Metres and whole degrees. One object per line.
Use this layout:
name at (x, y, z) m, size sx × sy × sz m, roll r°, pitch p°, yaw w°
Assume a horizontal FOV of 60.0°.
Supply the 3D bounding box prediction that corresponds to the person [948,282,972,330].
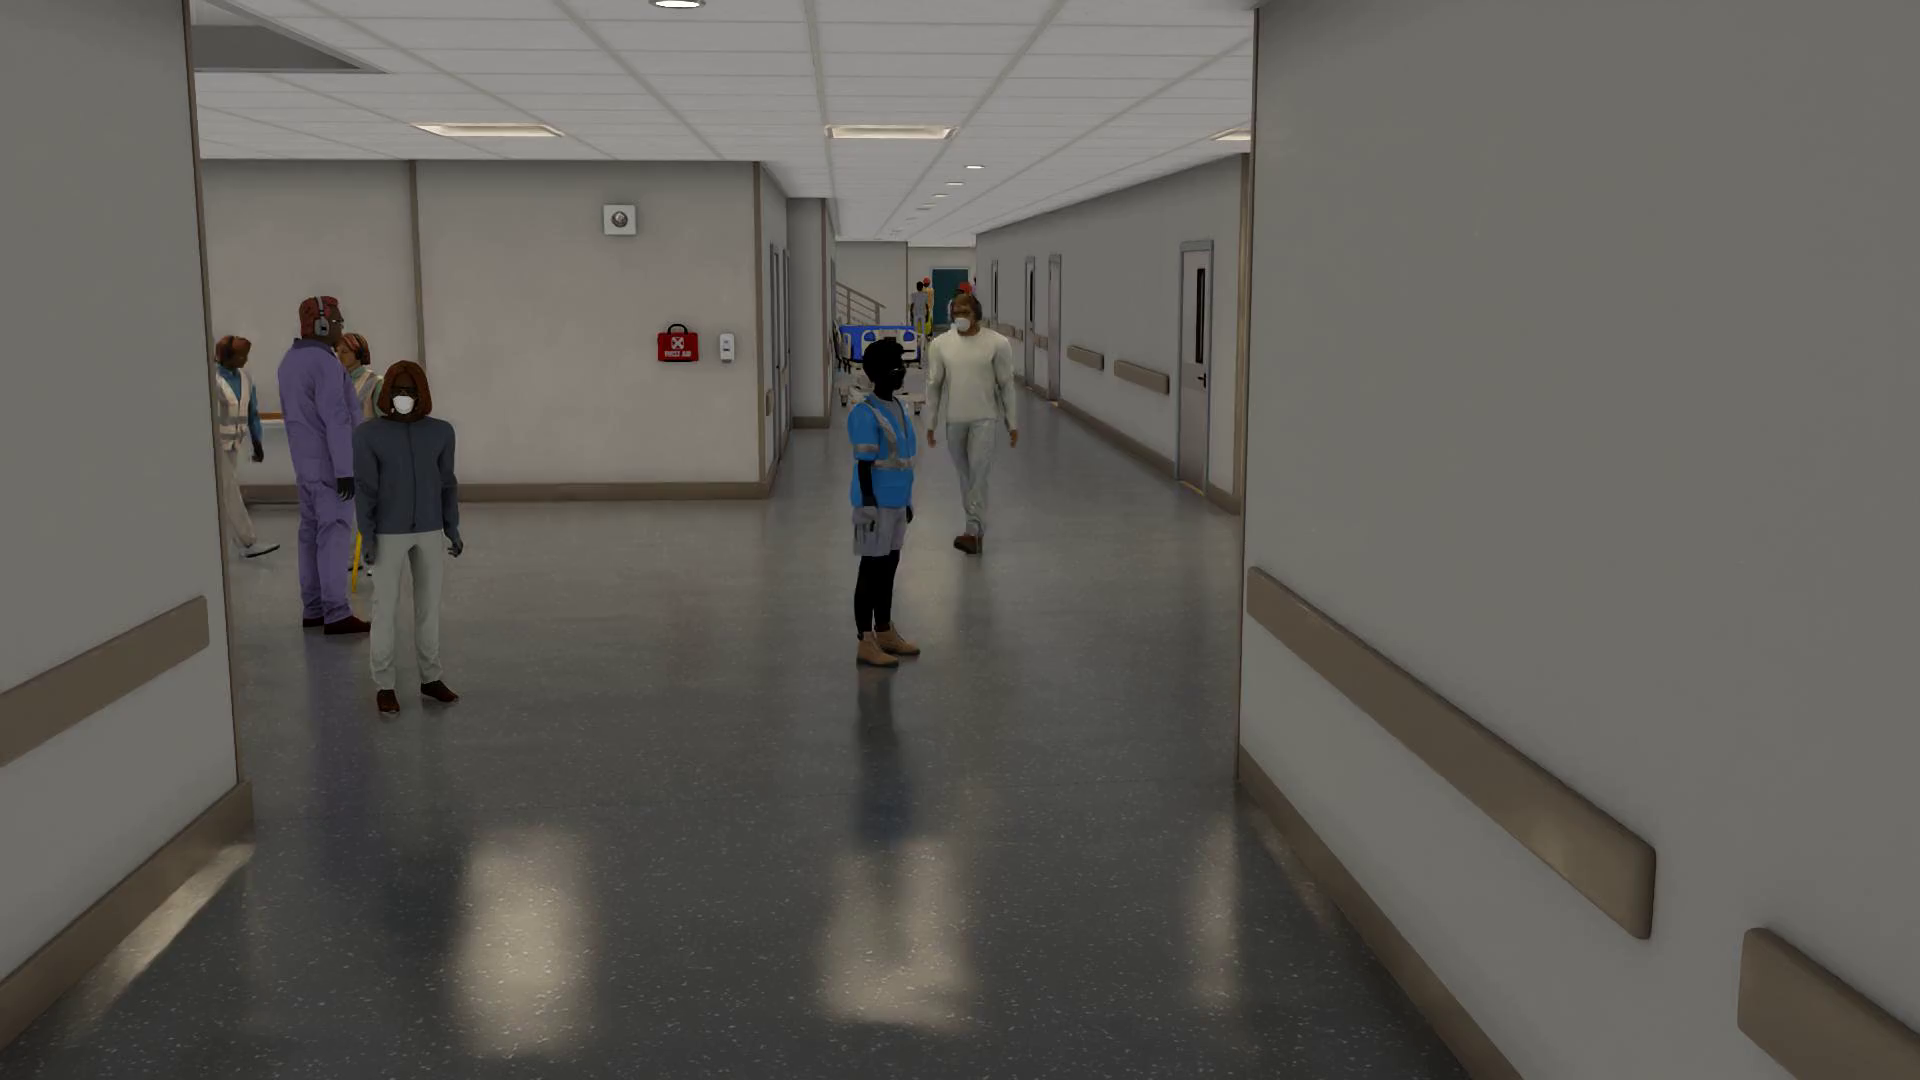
person at (0.063, -3.879, 31.172) m, size 0.550 × 1.887 × 0.828 m, roll 4°, pitch 10°, yaw 21°

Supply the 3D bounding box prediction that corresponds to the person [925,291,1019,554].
person at (0.065, -0.853, 12.184) m, size 0.665 × 1.888 × 1.043 m, roll 3°, pitch 10°, yaw 19°

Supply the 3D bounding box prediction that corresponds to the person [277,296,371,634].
person at (-3.579, -0.423, 9.436) m, size 0.408 × 1.906 × 0.652 m, roll -8°, pitch 12°, yaw -42°

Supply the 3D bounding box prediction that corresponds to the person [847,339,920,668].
person at (-0.394, -0.196, 8.668) m, size 0.317 × 1.696 × 0.541 m, roll 4°, pitch 10°, yaw 21°

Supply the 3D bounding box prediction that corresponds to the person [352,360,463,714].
person at (-2.567, -0.021, 7.769) m, size 0.501 × 1.631 × 0.285 m, roll -8°, pitch 12°, yaw -41°

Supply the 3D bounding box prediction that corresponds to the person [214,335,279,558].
person at (-5.232, -0.656, 11.863) m, size 0.863 × 1.593 × 0.541 m, roll 3°, pitch 9°, yaw 16°

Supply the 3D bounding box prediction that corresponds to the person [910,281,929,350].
person at (-1.098, -6.024, 44.753) m, size 0.517 × 1.866 × 0.340 m, roll -2°, pitch 9°, yaw -11°

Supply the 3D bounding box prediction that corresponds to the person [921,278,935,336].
person at (-1.091, -7.684, 54.909) m, size 0.347 × 1.943 × 0.544 m, roll 9°, pitch 13°, yaw 44°

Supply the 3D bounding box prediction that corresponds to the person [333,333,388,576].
person at (-4.067, -0.578, 11.245) m, size 0.524 × 1.639 × 0.306 m, roll 3°, pitch 10°, yaw 20°
